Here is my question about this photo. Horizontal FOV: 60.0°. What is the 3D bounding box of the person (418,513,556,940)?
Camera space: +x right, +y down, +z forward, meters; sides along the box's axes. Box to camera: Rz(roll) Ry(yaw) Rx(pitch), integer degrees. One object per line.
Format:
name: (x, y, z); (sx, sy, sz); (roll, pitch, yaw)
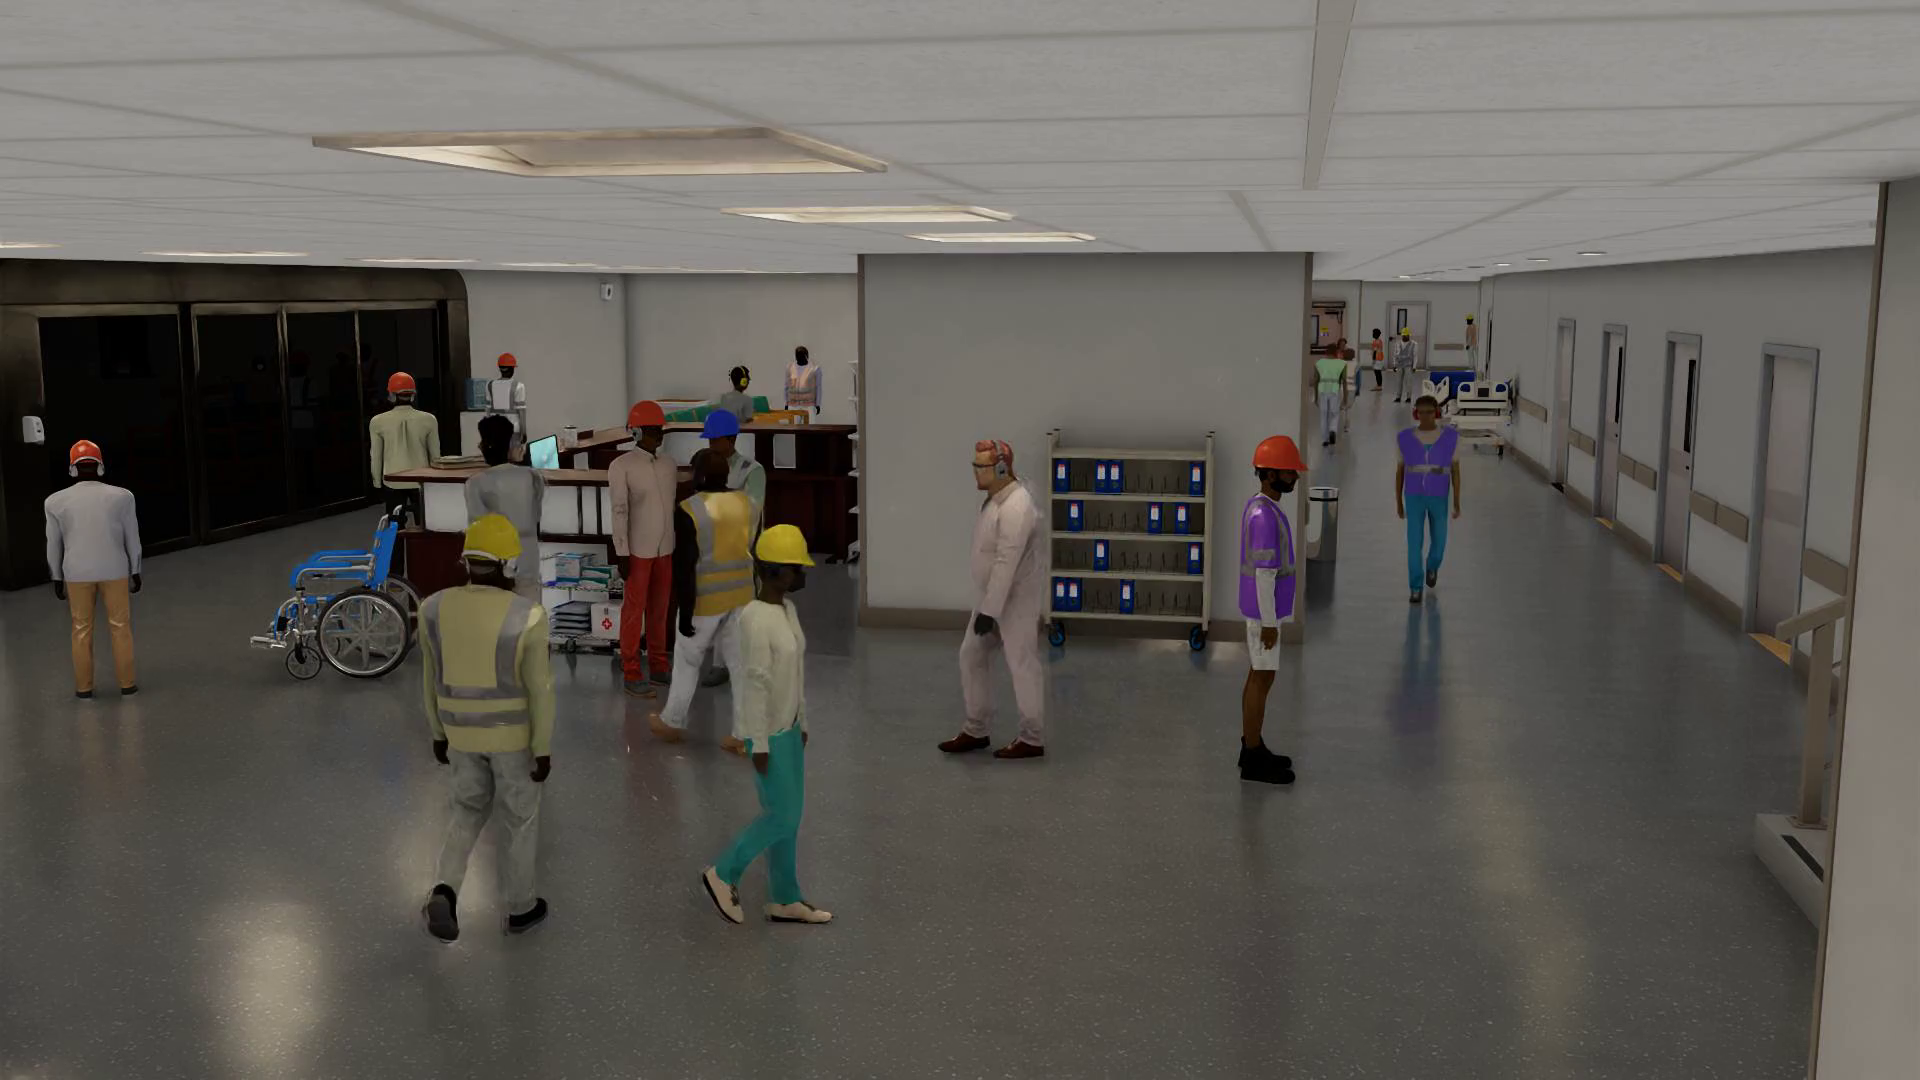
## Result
person: (-1.960, 0.798, 6.916); (0.606, 1.820, 0.593); (2, 9, 13)

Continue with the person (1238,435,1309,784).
person: (1.742, 0.379, 9.303); (0.361, 1.935, 0.553); (1, 9, 9)

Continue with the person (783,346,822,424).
person: (-2.514, -2.162, 26.490); (0.621, 1.845, 0.429); (1, 9, 9)

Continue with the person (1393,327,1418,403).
person: (10.803, -4.245, 40.390); (0.590, 1.824, 0.403); (7, 11, 38)

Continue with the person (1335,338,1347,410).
person: (8.606, -3.739, 37.618); (0.525, 1.639, 0.307); (-5, 10, -28)

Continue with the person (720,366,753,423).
person: (-2.559, -1.088, 19.323); (0.431, 1.855, 0.501); (-8, 12, -43)

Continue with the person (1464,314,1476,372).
person: (16.793, -6.466, 54.764); (0.388, 1.926, 0.590); (5, 10, 32)

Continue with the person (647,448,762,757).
person: (-1.522, 0.352, 9.911); (0.663, 1.802, 0.899); (-8, 12, -44)

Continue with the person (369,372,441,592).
person: (-5.012, -0.521, 15.080); (0.615, 1.997, 0.373); (-3, 9, -21)

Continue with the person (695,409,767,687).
person: (-1.578, 0.074, 11.356); (0.602, 1.939, 0.423); (5, 10, 30)

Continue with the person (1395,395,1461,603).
person: (4.145, -0.387, 14.765); (0.574, 1.826, 0.754); (2, 9, 16)

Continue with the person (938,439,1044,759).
person: (0.166, 0.361, 9.612); (0.744, 1.877, 0.643); (-3, 9, -17)

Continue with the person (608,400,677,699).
person: (-2.107, 0.055, 11.258); (0.375, 1.997, 0.611); (5, 10, 30)

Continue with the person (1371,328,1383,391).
person: (11.291, -4.877, 45.021); (0.322, 1.689, 0.536); (4, 10, 25)

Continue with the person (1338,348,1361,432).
person: (7.451, -2.879, 31.994); (0.547, 1.608, 0.427); (0, 9, 0)

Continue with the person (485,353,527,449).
person: (-5.818, -1.439, 21.422); (0.546, 1.929, 0.392); (2, 9, 13)

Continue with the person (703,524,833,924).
person: (-0.804, 0.800, 7.082); (0.443, 1.752, 0.549); (2, 9, 11)

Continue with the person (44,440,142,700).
person: (-5.782, 0.200, 11.131); (0.564, 1.743, 0.352); (-4, 9, -24)

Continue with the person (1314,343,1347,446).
person: (6.466, -2.533, 29.067); (0.571, 1.815, 0.544); (2, 9, 14)

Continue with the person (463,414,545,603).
person: (-2.990, 0.155, 10.783); (0.679, 1.940, 0.612); (8, 12, 42)
